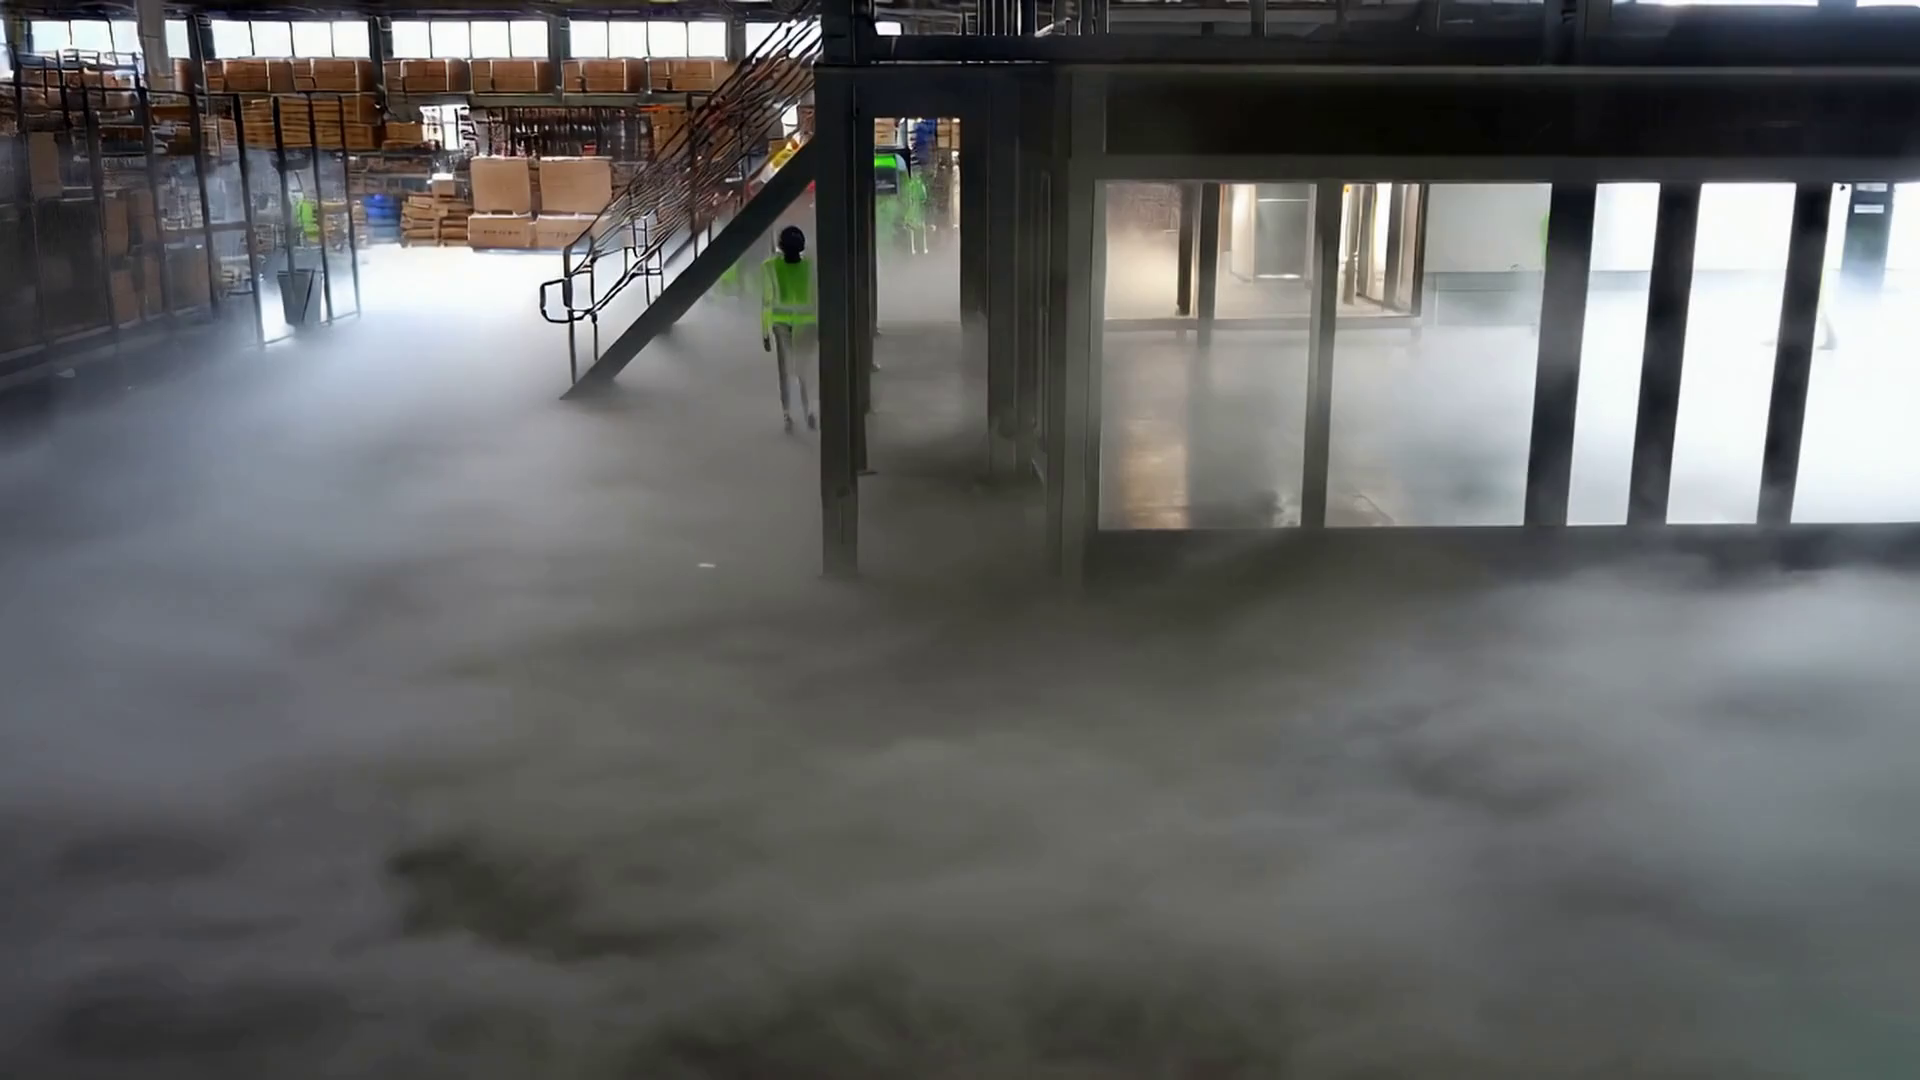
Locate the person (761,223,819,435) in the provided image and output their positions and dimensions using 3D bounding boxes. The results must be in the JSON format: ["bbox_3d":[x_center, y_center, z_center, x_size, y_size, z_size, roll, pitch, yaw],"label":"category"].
[{"bbox_3d":[-1.481,-1.894,14.941,0.595,1.881,0.466,-1,14,-4],"label":"person"}]

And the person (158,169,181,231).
[{"bbox_3d":[-15.729,-6.460,33.224,0.383,1.855,0.555,4,15,17],"label":"person"}]

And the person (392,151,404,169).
[{"bbox_3d":[-27.989,-18.823,82.789,0.671,1.797,0.612,6,15,23],"label":"person"}]

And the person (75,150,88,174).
[{"bbox_3d":[-37.166,-15.688,70.478,0.535,1.672,0.677,-9,17,-31],"label":"person"}]

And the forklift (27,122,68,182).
[{"bbox_3d":[-35.376,-14.773,64.377,1.129,2.768,1.873,-1,14,-2],"label":"forklift"}]

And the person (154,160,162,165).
[{"bbox_3d":[-31.218,-14.319,64.836,0.552,1.752,0.386,10,17,34],"label":"person"}]

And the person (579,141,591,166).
[{"bbox_3d":[-18.354,-18.584,81.587,0.607,1.914,0.952,-1,14,-3],"label":"person"}]

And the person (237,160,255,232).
[{"bbox_3d":[-16.062,-7.578,37.476,0.367,1.966,0.606,-7,15,-25],"label":"person"}]

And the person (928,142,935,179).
[{"bbox_3d":[-1.436,-19.303,84.589,0.436,1.833,0.579,-3,14,-12],"label":"person"}]
